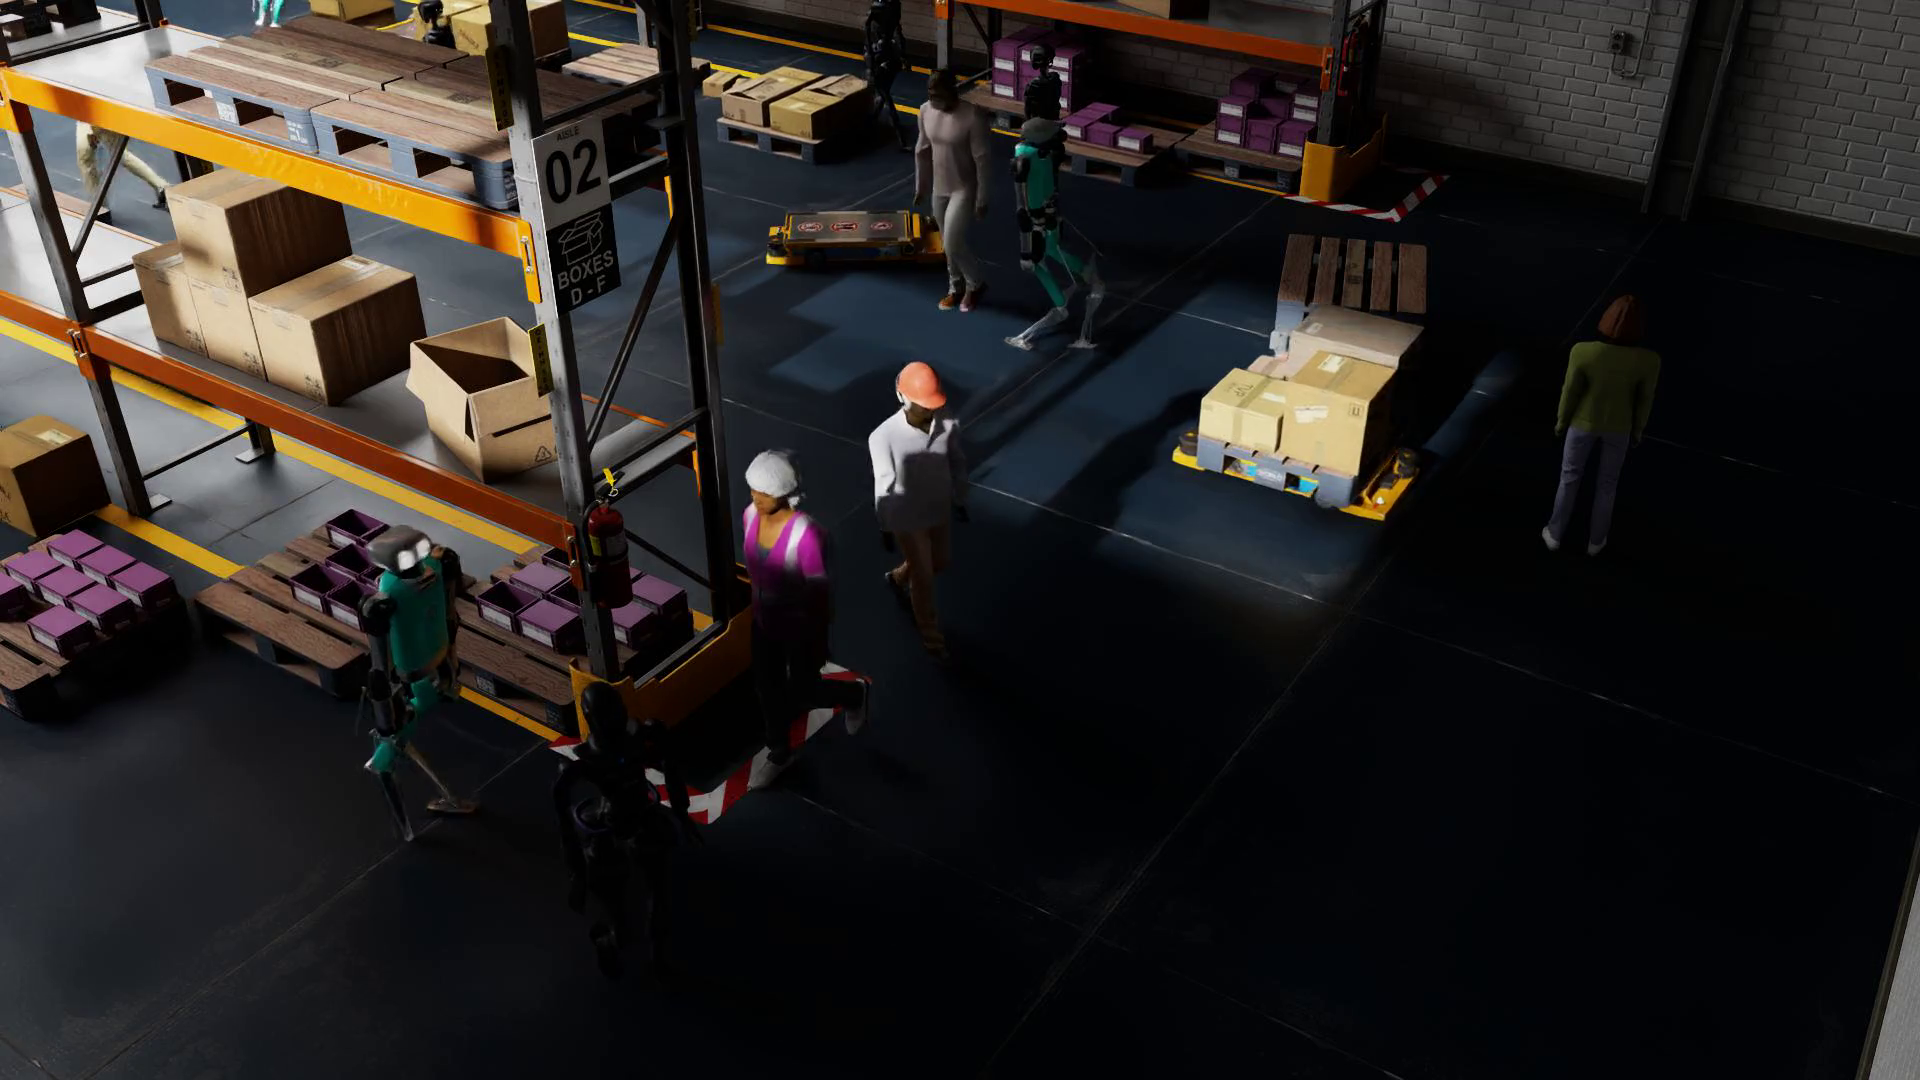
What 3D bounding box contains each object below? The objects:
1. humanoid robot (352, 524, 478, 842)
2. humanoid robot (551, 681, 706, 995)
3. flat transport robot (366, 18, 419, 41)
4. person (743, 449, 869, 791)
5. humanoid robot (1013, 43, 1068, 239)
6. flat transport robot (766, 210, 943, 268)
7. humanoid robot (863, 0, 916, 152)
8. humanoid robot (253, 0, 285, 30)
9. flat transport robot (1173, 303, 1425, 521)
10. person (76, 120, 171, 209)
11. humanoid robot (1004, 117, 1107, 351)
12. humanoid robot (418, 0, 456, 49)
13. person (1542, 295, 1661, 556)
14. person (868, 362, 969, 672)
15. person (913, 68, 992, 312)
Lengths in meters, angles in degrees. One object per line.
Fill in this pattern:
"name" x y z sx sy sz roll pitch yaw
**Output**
"humanoid robot" -2.558 0.698 7.507 0.703 1.839 0.532 14 35 20
"humanoid robot" -1.357 1.189 6.759 0.604 1.645 0.394 -24 40 -32
"flat transport robot" -5.839 -5.496 18.320 1.431 0.231 0.659 20 38 27
"person" -0.771 0.343 7.912 0.508 1.832 0.666 23 39 31
"humanoid robot" 0.664 -3.187 13.468 0.315 1.657 0.599 20 38 27
"flat transport robot" -0.862 -2.481 13.687 1.431 0.231 0.659 -1 33 -2
"humanoid robot" -0.673 -4.444 15.459 0.787 1.629 0.608 20 38 27
"humanoid robot" -7.349 -5.890 17.673 0.545 1.874 0.687 8 34 11
"flat transport robot" 2.158 -0.526 10.682 1.431 0.231 0.659 18 37 26
"person" -7.237 -3.565 14.023 0.804 1.721 0.573 2 33 2
"humanoid robot" 0.741 -2.068 11.733 0.890 1.778 0.575 15 36 22
"humanoid robot" -4.440 -3.937 14.643 0.460 1.641 0.588 -2 33 -4
"person" 3.697 -0.650 9.618 0.499 1.633 0.281 9 34 14
"person" -0.217 -0.184 8.820 0.575 1.726 0.721 -24 40 -32
"person" -0.043 -2.569 12.329 0.469 1.904 0.669 -28 42 -36
